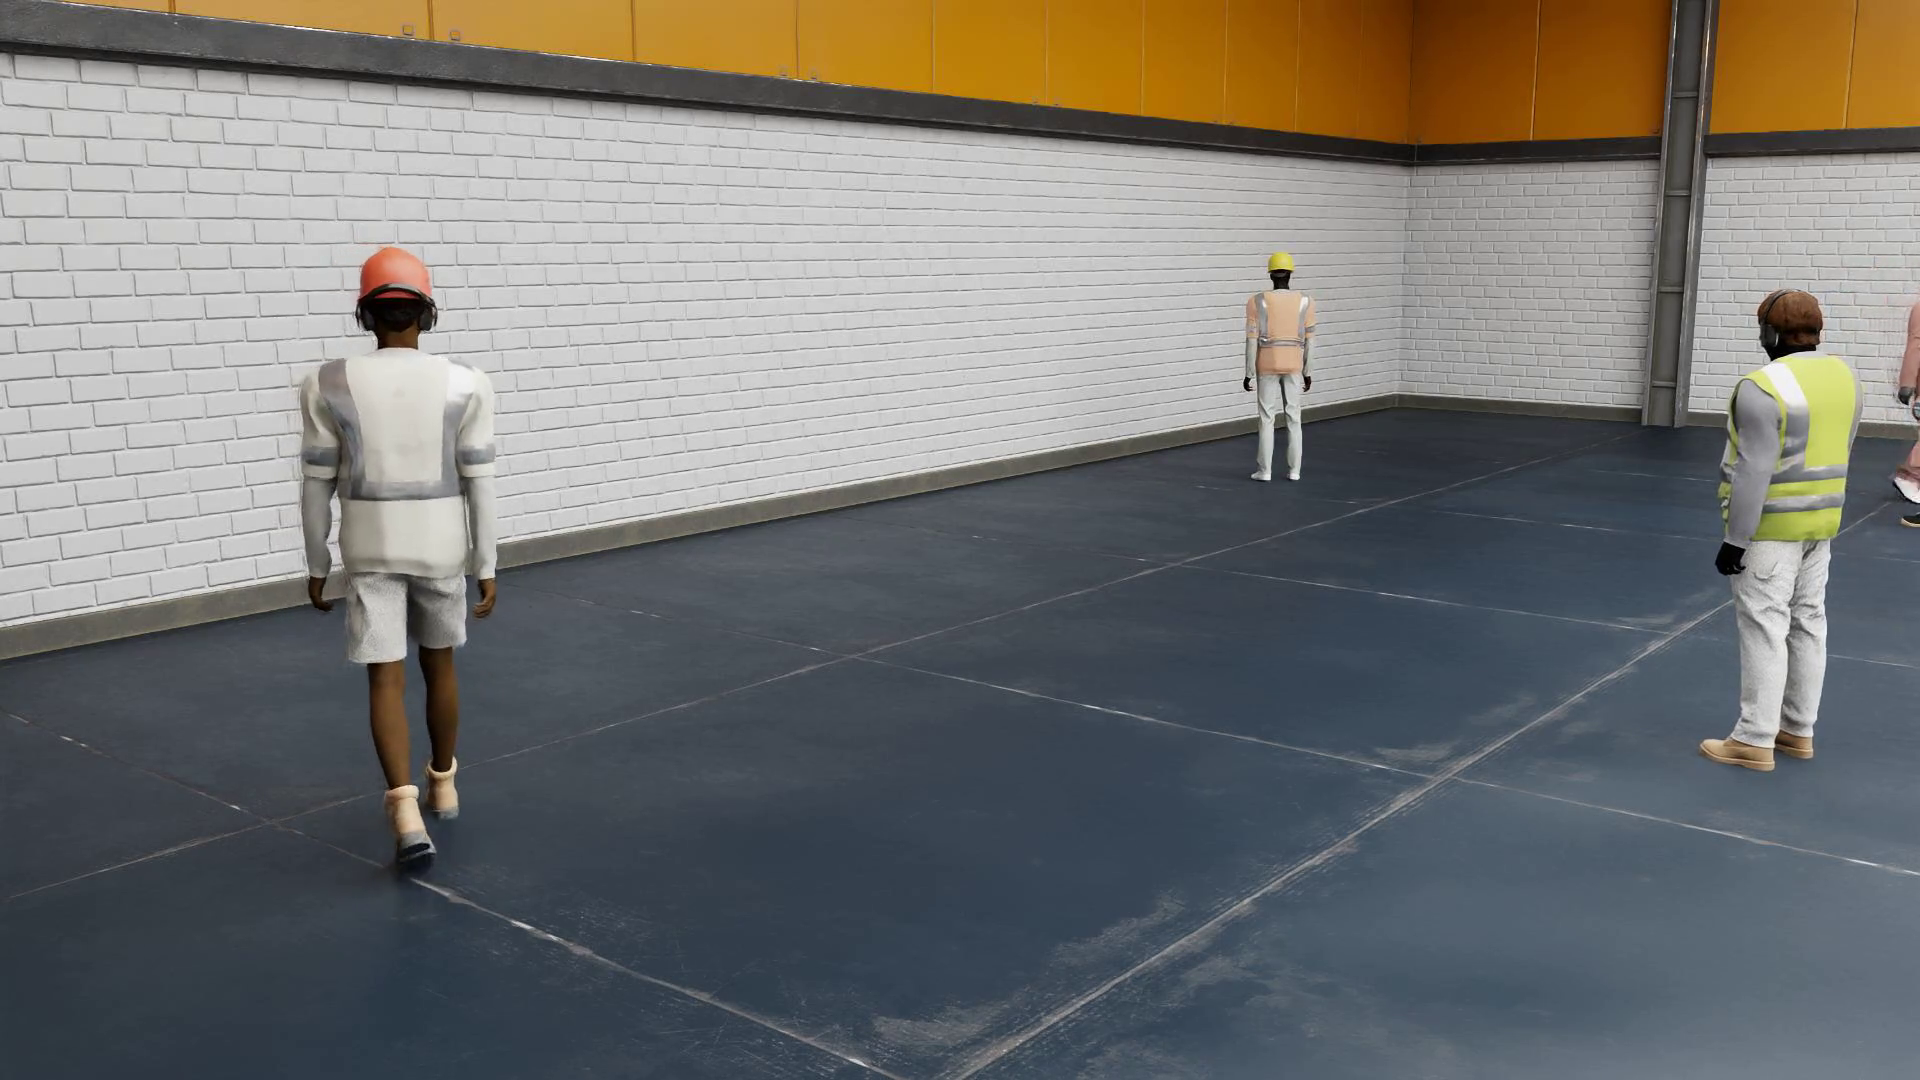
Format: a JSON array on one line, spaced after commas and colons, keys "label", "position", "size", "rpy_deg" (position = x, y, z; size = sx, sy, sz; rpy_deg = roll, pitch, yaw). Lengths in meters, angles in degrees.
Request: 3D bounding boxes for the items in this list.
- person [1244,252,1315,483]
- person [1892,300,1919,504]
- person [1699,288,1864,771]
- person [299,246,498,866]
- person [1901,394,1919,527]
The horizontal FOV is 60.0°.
[{"label": "person", "position": [2.661, -1.440, 13.928], "size": [0.591, 1.923, 0.381], "rpy_deg": [-1, 10, -3]}, {"label": "person", "position": [7.478, -1.192, 12.664], "size": [0.676, 1.884, 0.445], "rpy_deg": [-5, 11, -24]}, {"label": "person", "position": [3.136, -0.036, 6.394], "size": [0.624, 1.840, 0.430], "rpy_deg": [-6, 12, -29]}, {"label": "person", "position": [-1.823, 0.053, 5.476], "size": [0.618, 2.019, 0.932], "rpy_deg": [-4, 11, -21]}, {"label": "person", "position": [6.944, -1.053, 11.672], "size": [0.613, 1.962, 0.367], "rpy_deg": [-4, 11, -22]}]
